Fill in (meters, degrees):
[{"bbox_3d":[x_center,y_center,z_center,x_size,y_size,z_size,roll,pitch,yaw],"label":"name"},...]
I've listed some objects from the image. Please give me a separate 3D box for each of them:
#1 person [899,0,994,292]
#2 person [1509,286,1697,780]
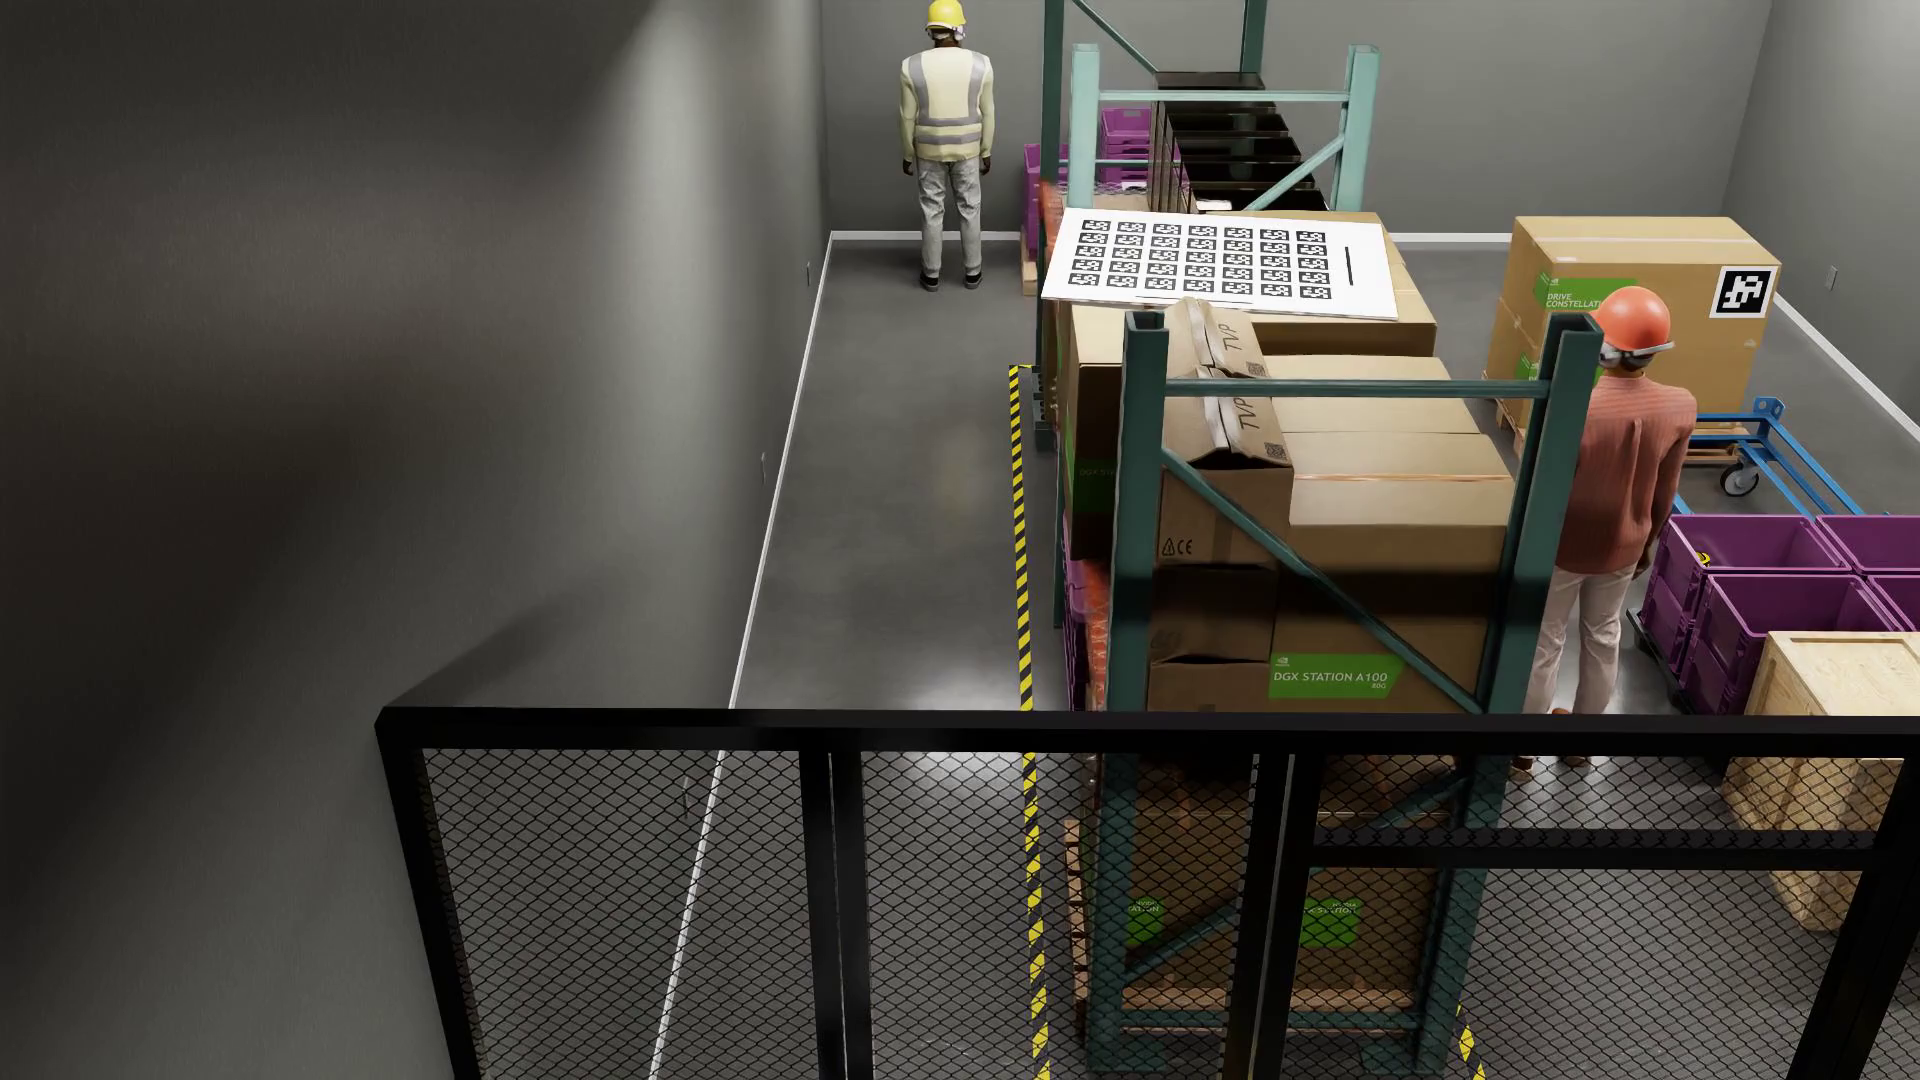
[{"bbox_3d":[-0.084,-2.453,10.395,0.591,1.829,0.404,-3,31,-4],"label":"person"},{"bbox_3d":[2.312,0.007,6.147,0.622,1.997,0.372,-7,32,-12],"label":"person"}]
